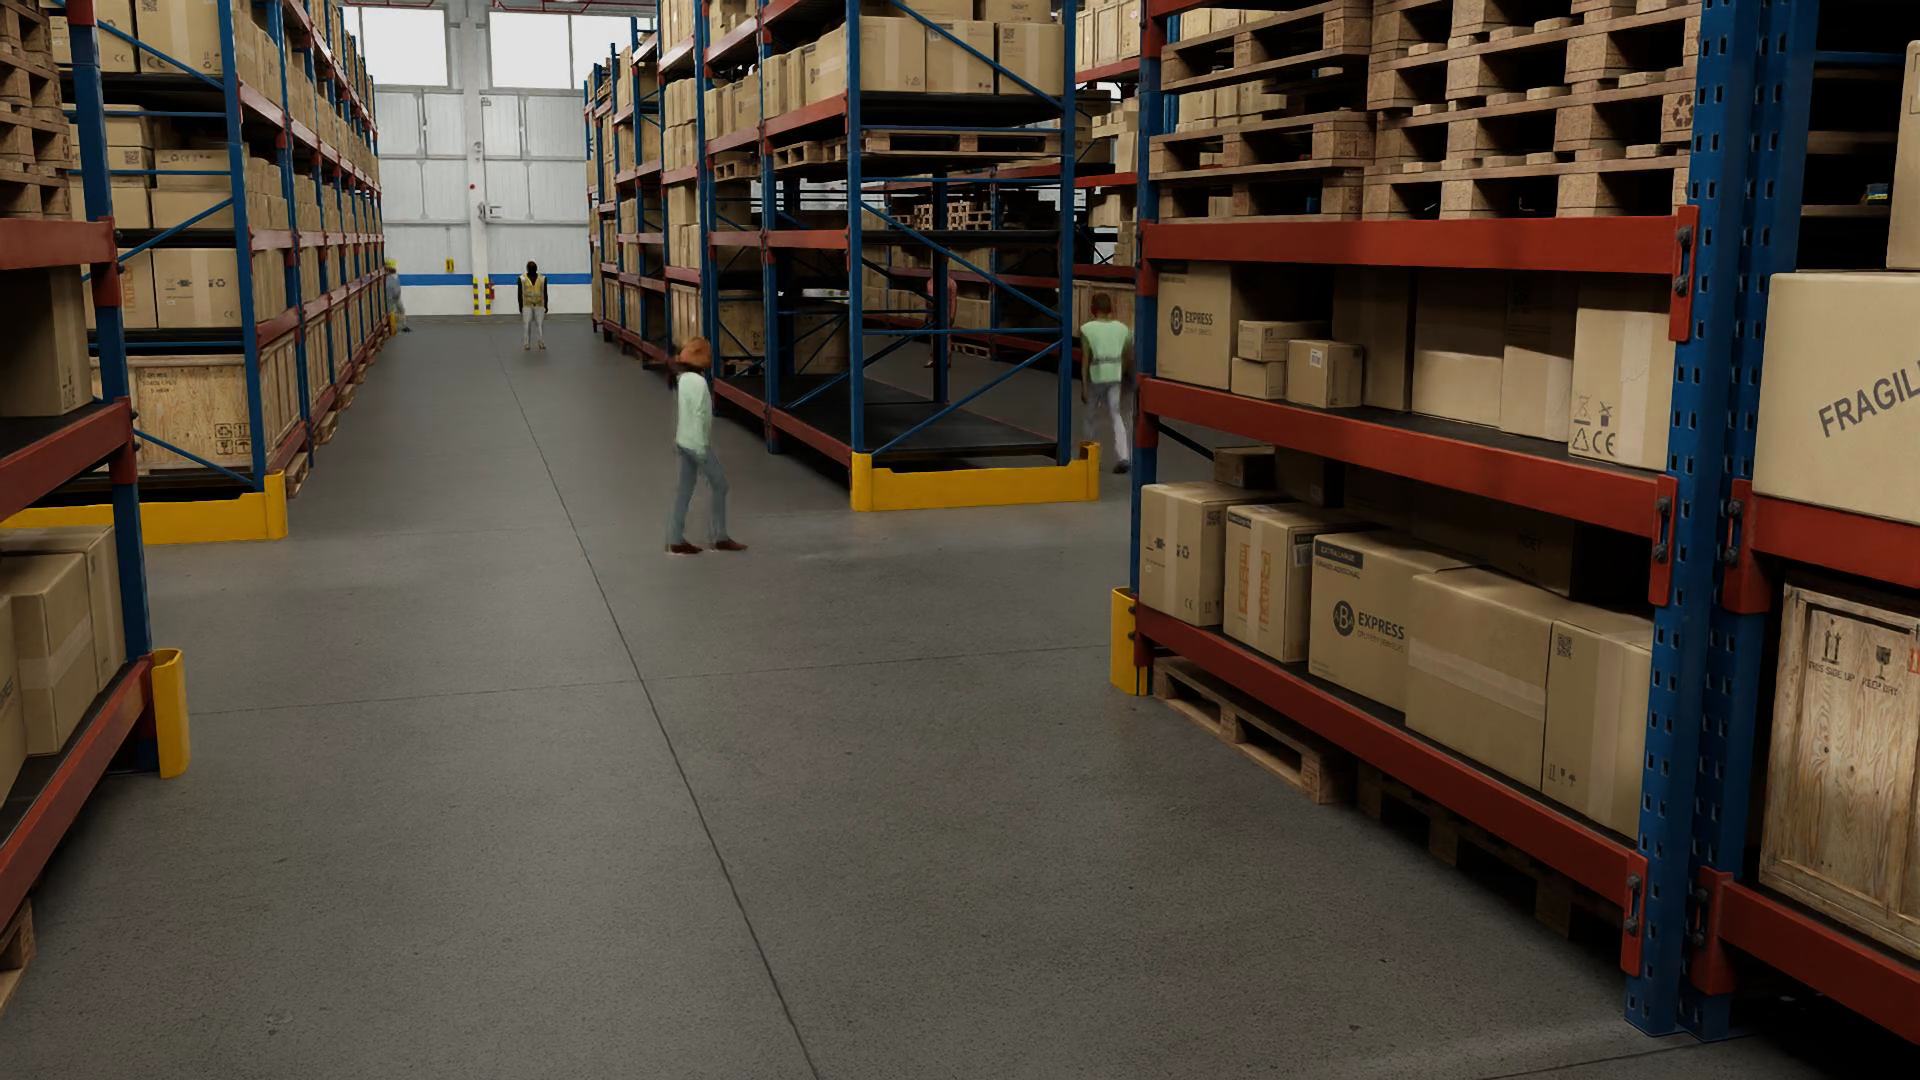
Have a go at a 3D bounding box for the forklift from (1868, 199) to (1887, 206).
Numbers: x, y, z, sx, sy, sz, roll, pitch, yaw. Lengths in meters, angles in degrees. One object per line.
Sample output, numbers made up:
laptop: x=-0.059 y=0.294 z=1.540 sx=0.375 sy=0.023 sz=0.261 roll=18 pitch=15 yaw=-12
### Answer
forklift: x=11.338 y=-2.915 z=21.052 sx=1.129 sy=2.768 sz=1.873 roll=-3 pitch=11 yaw=-17

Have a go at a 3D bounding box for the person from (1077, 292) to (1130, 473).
person: x=1.454 y=-1.579 z=16.691 sx=0.586 sy=1.804 sz=0.951 roll=-4 pitch=11 yaw=-23

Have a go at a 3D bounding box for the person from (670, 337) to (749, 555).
person: x=-1.863 y=-0.687 z=12.308 sx=0.678 sy=1.609 sz=0.538 roll=-5 pitch=11 yaw=-25

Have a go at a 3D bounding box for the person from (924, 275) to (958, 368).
person: x=-0.369 y=-4.025 z=29.809 sx=0.639 sy=1.908 sz=0.409 roll=6 pitch=12 yaw=30

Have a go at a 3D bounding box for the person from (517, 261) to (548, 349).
person: x=-8.948 y=-4.916 z=34.869 sx=0.633 sy=1.843 sz=0.429 roll=-4 pitch=11 yaw=-23

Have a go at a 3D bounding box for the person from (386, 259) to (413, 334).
person: x=-13.666 y=-5.894 z=40.336 sx=0.758 sy=1.802 sz=0.606 roll=3 pitch=11 yaw=16
